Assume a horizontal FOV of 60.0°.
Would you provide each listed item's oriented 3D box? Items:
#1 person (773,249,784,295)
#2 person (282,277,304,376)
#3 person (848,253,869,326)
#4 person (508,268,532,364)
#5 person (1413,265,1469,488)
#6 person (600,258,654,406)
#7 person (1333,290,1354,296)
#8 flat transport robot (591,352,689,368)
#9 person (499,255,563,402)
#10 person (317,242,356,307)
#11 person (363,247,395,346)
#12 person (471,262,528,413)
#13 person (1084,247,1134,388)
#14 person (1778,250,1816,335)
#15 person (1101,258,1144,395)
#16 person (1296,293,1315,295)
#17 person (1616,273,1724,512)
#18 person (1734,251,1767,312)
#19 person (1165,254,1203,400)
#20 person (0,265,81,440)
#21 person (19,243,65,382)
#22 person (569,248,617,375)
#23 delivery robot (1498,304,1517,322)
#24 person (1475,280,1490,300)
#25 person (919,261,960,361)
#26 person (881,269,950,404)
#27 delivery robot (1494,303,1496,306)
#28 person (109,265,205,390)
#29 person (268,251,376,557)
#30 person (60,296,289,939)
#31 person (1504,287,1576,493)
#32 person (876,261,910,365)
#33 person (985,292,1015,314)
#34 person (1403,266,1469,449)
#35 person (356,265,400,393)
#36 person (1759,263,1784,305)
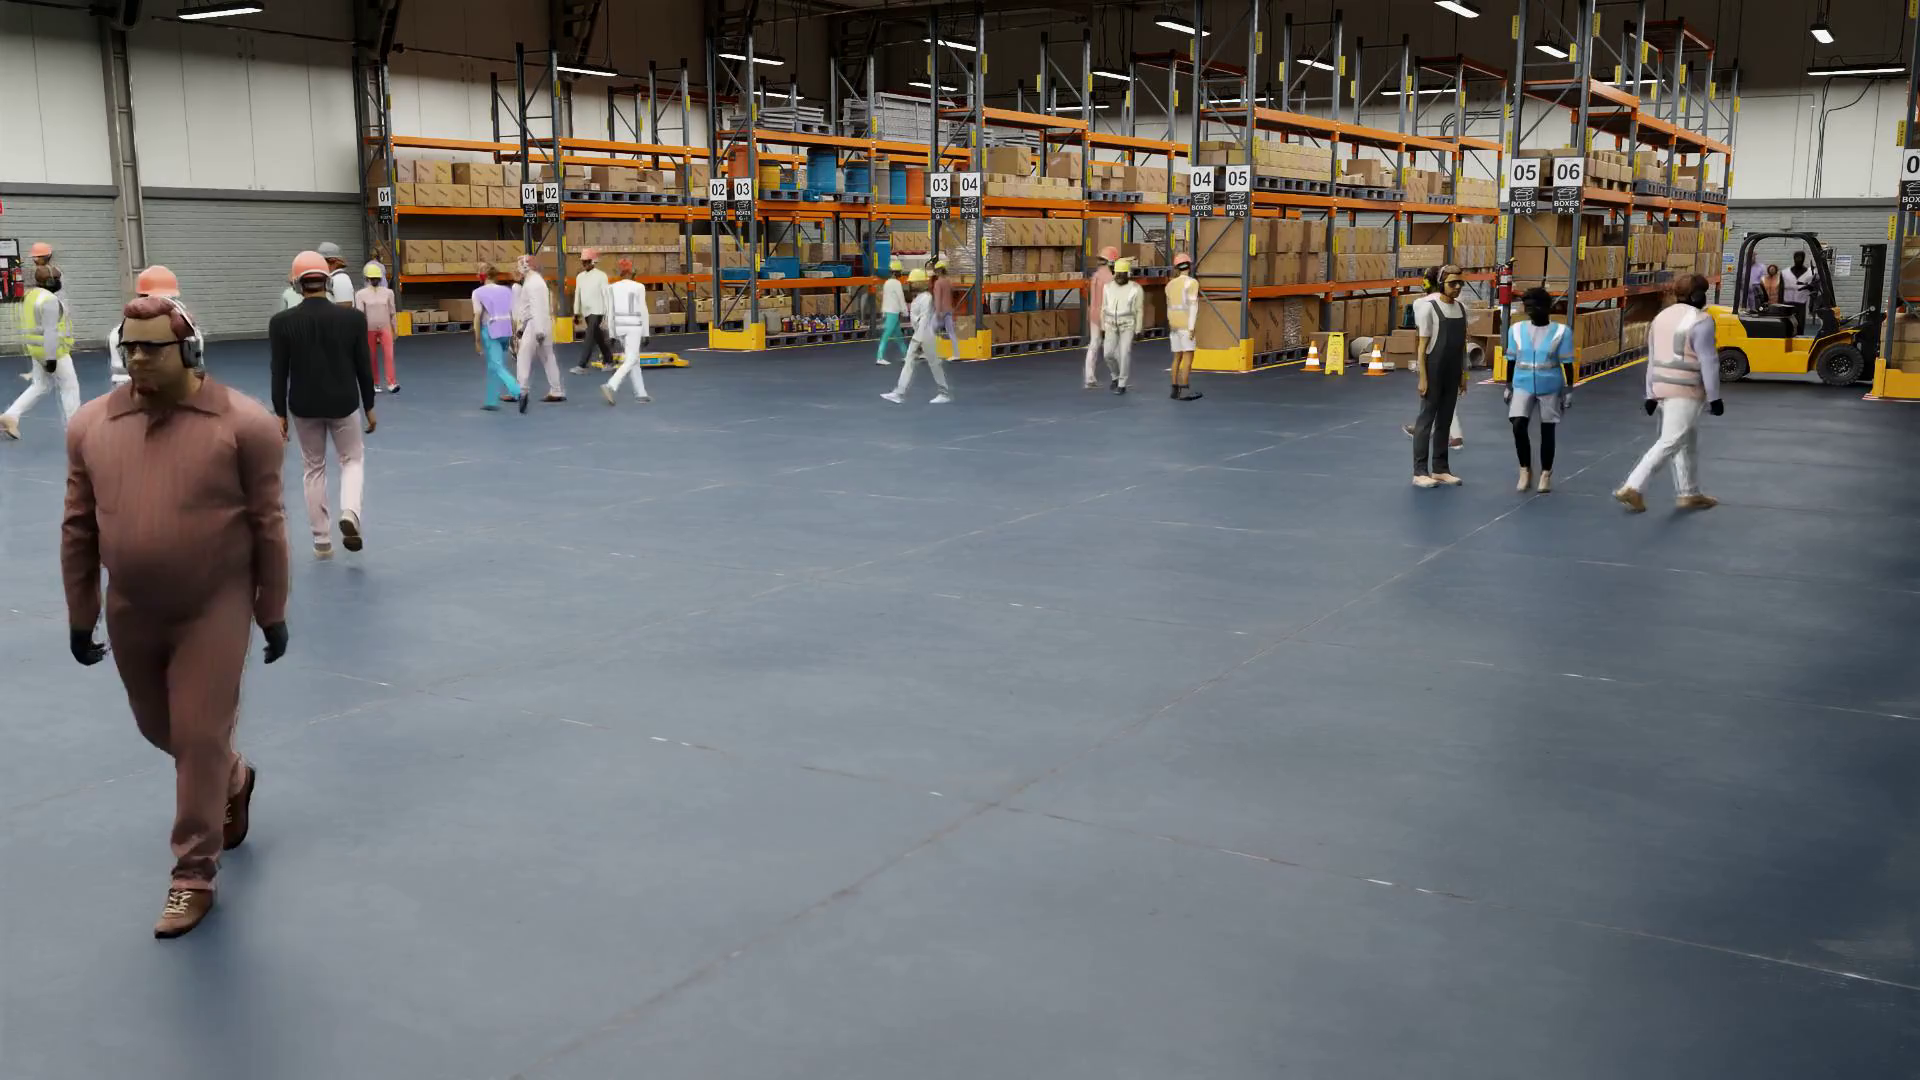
[{"bbox_3d":[-4.668,-6.654,43.169,0.607,1.966,0.367,10,14,43],"label":"person"},{"bbox_3d":[-10.176,-3.313,25.517,0.606,1.568,0.859,3,11,16],"label":"person"},{"bbox_3d":[-2.281,-5.775,38.699,0.637,1.805,0.636,4,11,21],"label":"person"},{"bbox_3d":[-7.369,-3.759,27.921,0.366,1.617,0.518,-1,10,-7],"label":"person"},{"bbox_3d":[4.023,-1.362,13.864,0.506,1.846,0.349,-6,12,-29],"label":"person"},{"bbox_3d":[-4.202,-2.595,20.788,0.579,1.849,0.886,6,12,31],"label":"person"},{"bbox_3d":[8.256,-5.332,35.972,0.596,1.898,0.875,7,12,33],"label":"person"},{"bbox_3d":[-5.207,-2.929,27.053,1.431,0.197,0.652,-6,12,-30],"label":"flat transport robot"},{"bbox_3d":[-5.506,-2.682,21.198,0.887,1.865,0.658,-1,10,-3],"label":"person"},{"bbox_3d":[-7.359,-2.465,19.496,0.536,2.000,0.688,-5,11,-28],"label":"person"},{"bbox_3d":[-11.469,-4.781,32.756,0.627,1.940,0.373,7,12,34],"label":"person"},{"bbox_3d":[-5.503,-2.414,19.895,0.879,1.808,0.572,6,12,30],"label":"person"},{"bbox_3d":[2.100,-3.091,23.233,0.838,1.960,0.620,-5,11,-28],"label":"person"},{"bbox_3d":[15.082,-4.270,30.007,0.595,1.901,0.667,5,11,28],"label":"person"},{"bbox_3d":[2.154,-2.857,22.289,0.603,1.820,0.417,4,11,23],"label":"person"},{"bbox_3d":[7.471,-5.376,36.201,0.671,1.891,0.507,7,12,34],"label":"person"},{"bbox_3d":[5.389,-1.107,12.566,0.903,1.809,0.626,-1,10,-7],"label":"person"},{"bbox_3d":[17.231,-5.384,36.302,0.649,1.879,0.767,5,11,25],"label":"person"},{"bbox_3d":[2.923,-2.776,21.678,0.494,1.886,0.679,-7,12,-35],"label":"person"},{"bbox_3d":[-9.471,-1.925,17.146,0.630,1.812,0.858,9,14,41],"label":"person"},{"bbox_3d":[-13.322,-3.278,24.089,0.777,2.021,0.641,-8,13,-36],"label":"person"},{"bbox_3d":[-5.723,-3.554,25.887,0.635,1.943,1.054,7,12,34],"label":"person"},{"bbox_3d":[13.123,-5.498,40.382,0.707,0.478,0.477,-1,10,-4],"label":"delivery robot"},{"bbox_3d":[13.320,-6.445,42.360,0.411,1.843,0.517,3,11,16],"label":"person"},{"bbox_3d":[-0.376,-3.934,28.632,0.913,1.704,0.533,5,11,27],"label":"person"},{"bbox_3d":[-0.528,-2.550,20.926,0.915,1.684,0.502,-4,11,-21],"label":"person"},{"bbox_3d":[13.130,-5.599,40.951,0.477,0.478,0.707,-3,10,-16],"label":"delivery robot"},{"bbox_3d":[-4.827,-0.712,10.116,0.555,1.881,1.004,-8,13,-39],"label":"person"},{"bbox_3d":[-4.062,-0.848,10.617,0.628,1.974,0.593,-4,11,-19],"label":"person"},{"bbox_3d":[-2.406,0.180,5.159,0.653,1.875,0.900,0,10,-1],"label":"person"},{"bbox_3d":[4.650,-1.192,13.393,0.577,1.658,0.585,6,12,29],"label":"person"},{"bbox_3d":[-1.030,-3.788,27.798,0.902,1.724,0.531,-4,11,-23],"label":"person"},{"bbox_3d":[0.799,-4.822,33.011,0.626,1.933,0.357,0,10,2],"label":"person"},{"bbox_3d":[4.791,-1.829,16.652,0.502,1.791,1.003,-3,11,-16],"label":"person"},{"bbox_3d":[-7.806,-2.814,22.315,0.552,1.717,0.882,-6,12,-30],"label":"person"},{"bbox_3d":[16.495,-4.814,33.816,0.523,1.622,0.542,7,12,34],"label":"person"}]
